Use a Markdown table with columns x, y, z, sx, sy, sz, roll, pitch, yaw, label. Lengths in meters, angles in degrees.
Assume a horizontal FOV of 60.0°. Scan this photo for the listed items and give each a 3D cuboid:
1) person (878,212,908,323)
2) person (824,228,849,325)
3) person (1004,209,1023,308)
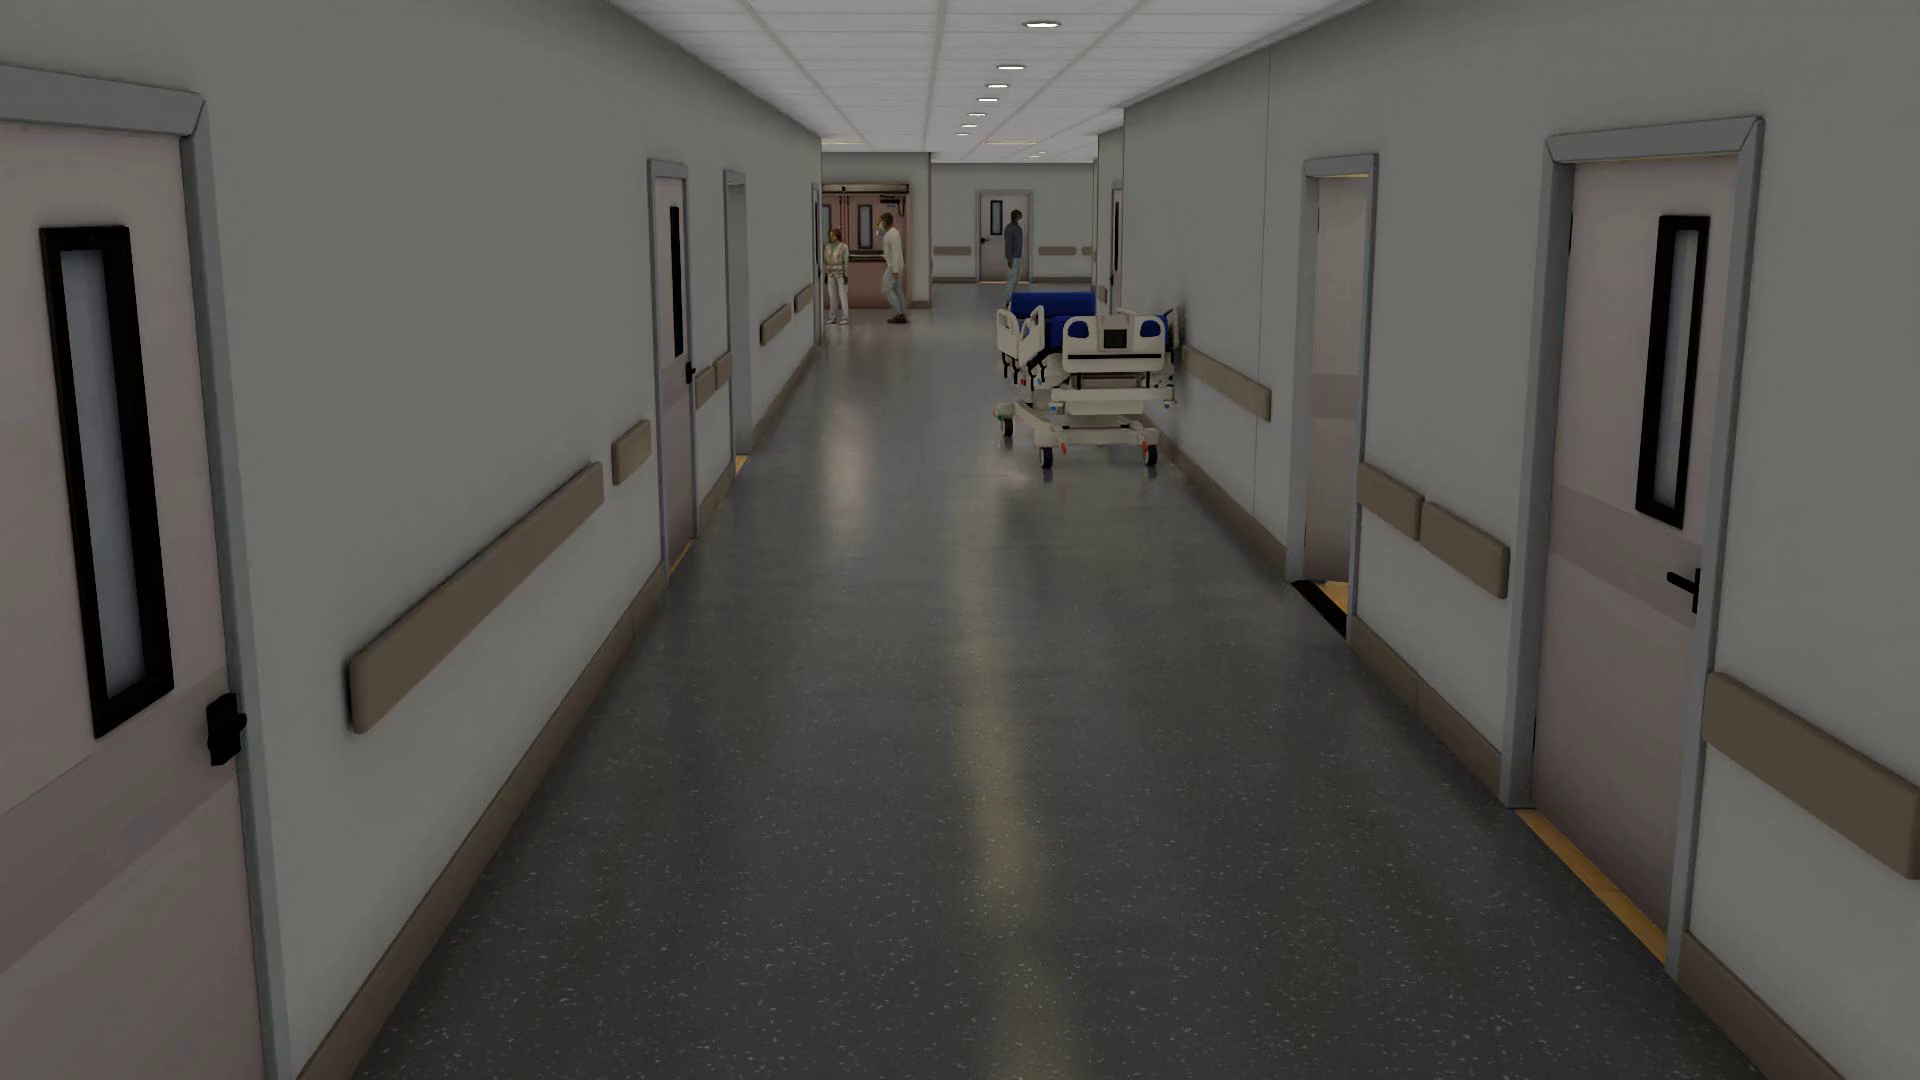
| x | y | z | sx | sy | sz | roll | pitch | yaw | label |
| --- | --- | --- | --- | --- | --- | --- | --- | --- | --- |
| -1.136 | -4.652 | 28.521 | 0.527 | 1.905 | 0.633 | -1 | 12 | -4 | person |
| -2.105 | -4.501 | 28.413 | 0.517 | 1.640 | 0.309 | 7 | 14 | 32 | person |
| 1.066 | -5.533 | 32.747 | 0.381 | 1.928 | 0.636 | 5 | 13 | 23 | person |
